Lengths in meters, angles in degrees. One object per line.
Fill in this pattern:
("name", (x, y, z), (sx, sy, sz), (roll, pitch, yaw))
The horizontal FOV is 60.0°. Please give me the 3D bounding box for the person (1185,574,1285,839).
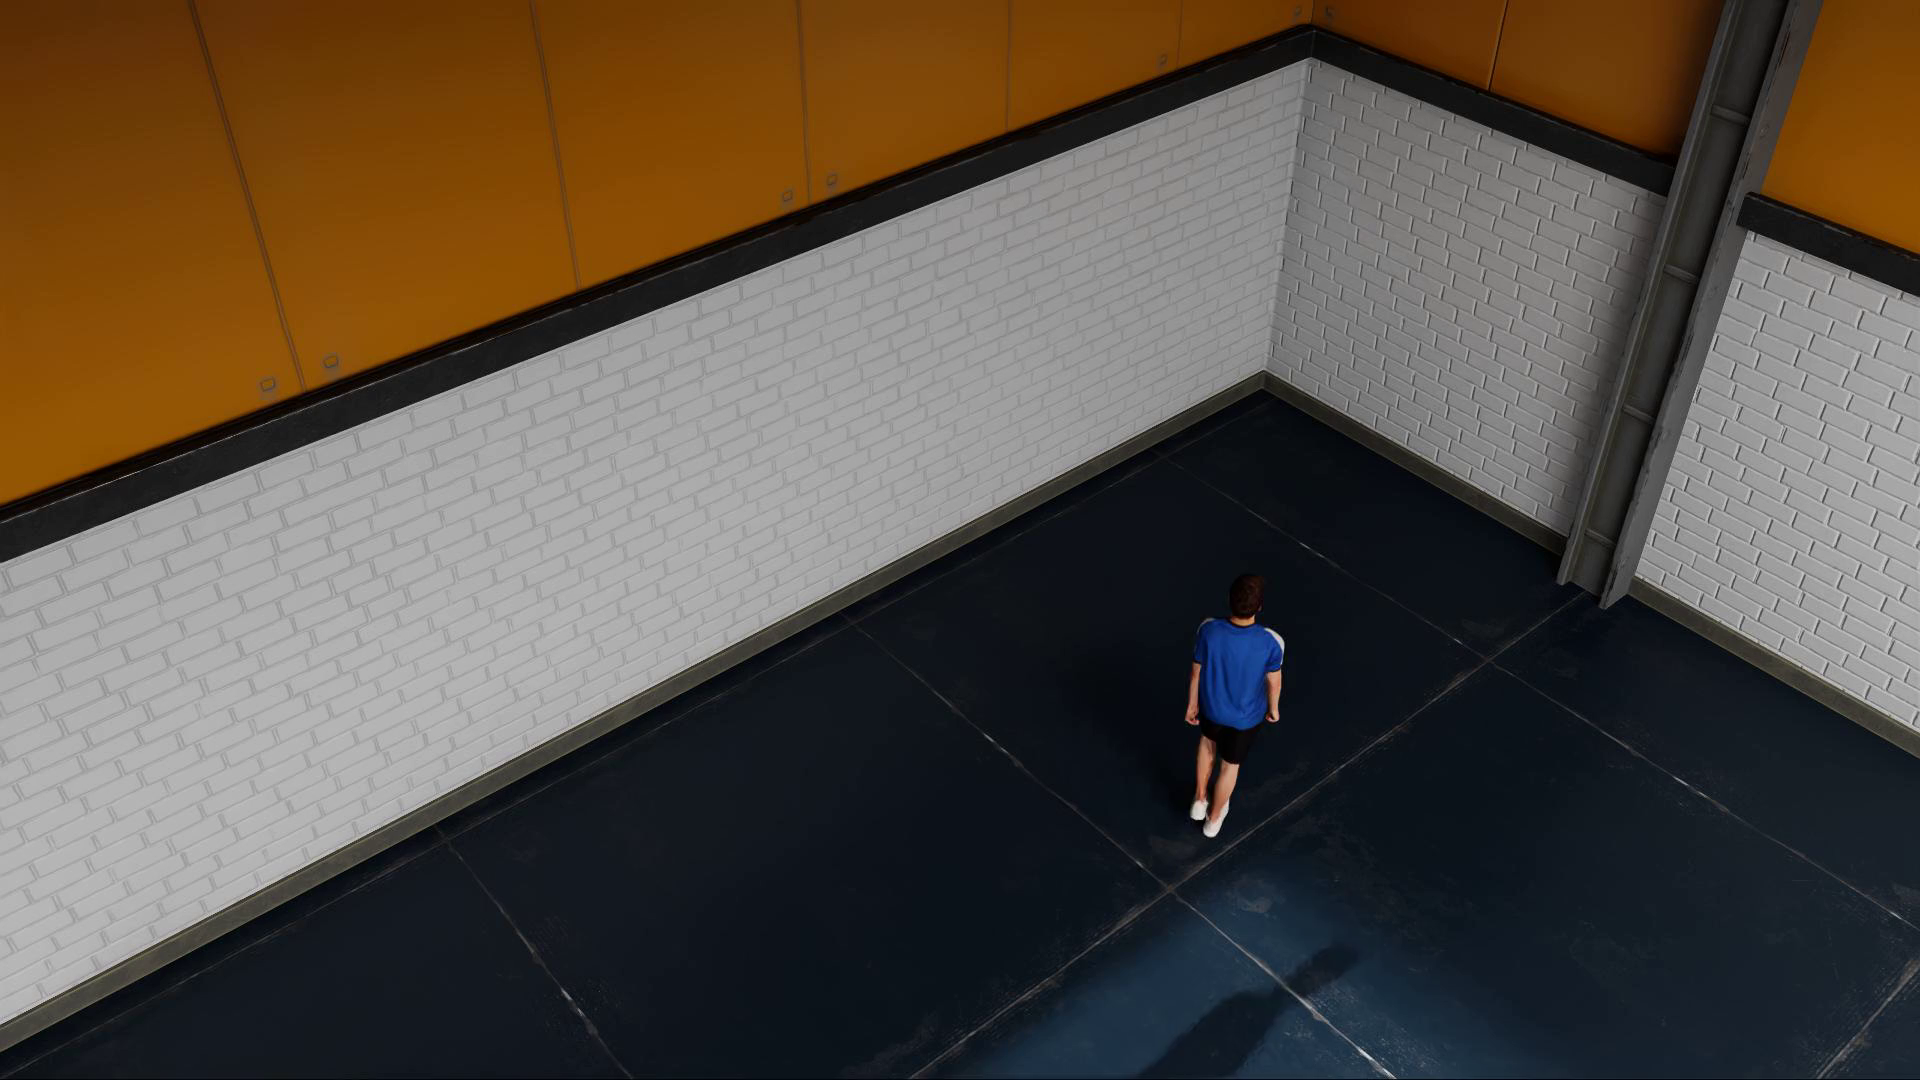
("person", (1.489, 0.985, 9.282), (0.749, 1.853, 0.839), (14, 41, 17))
